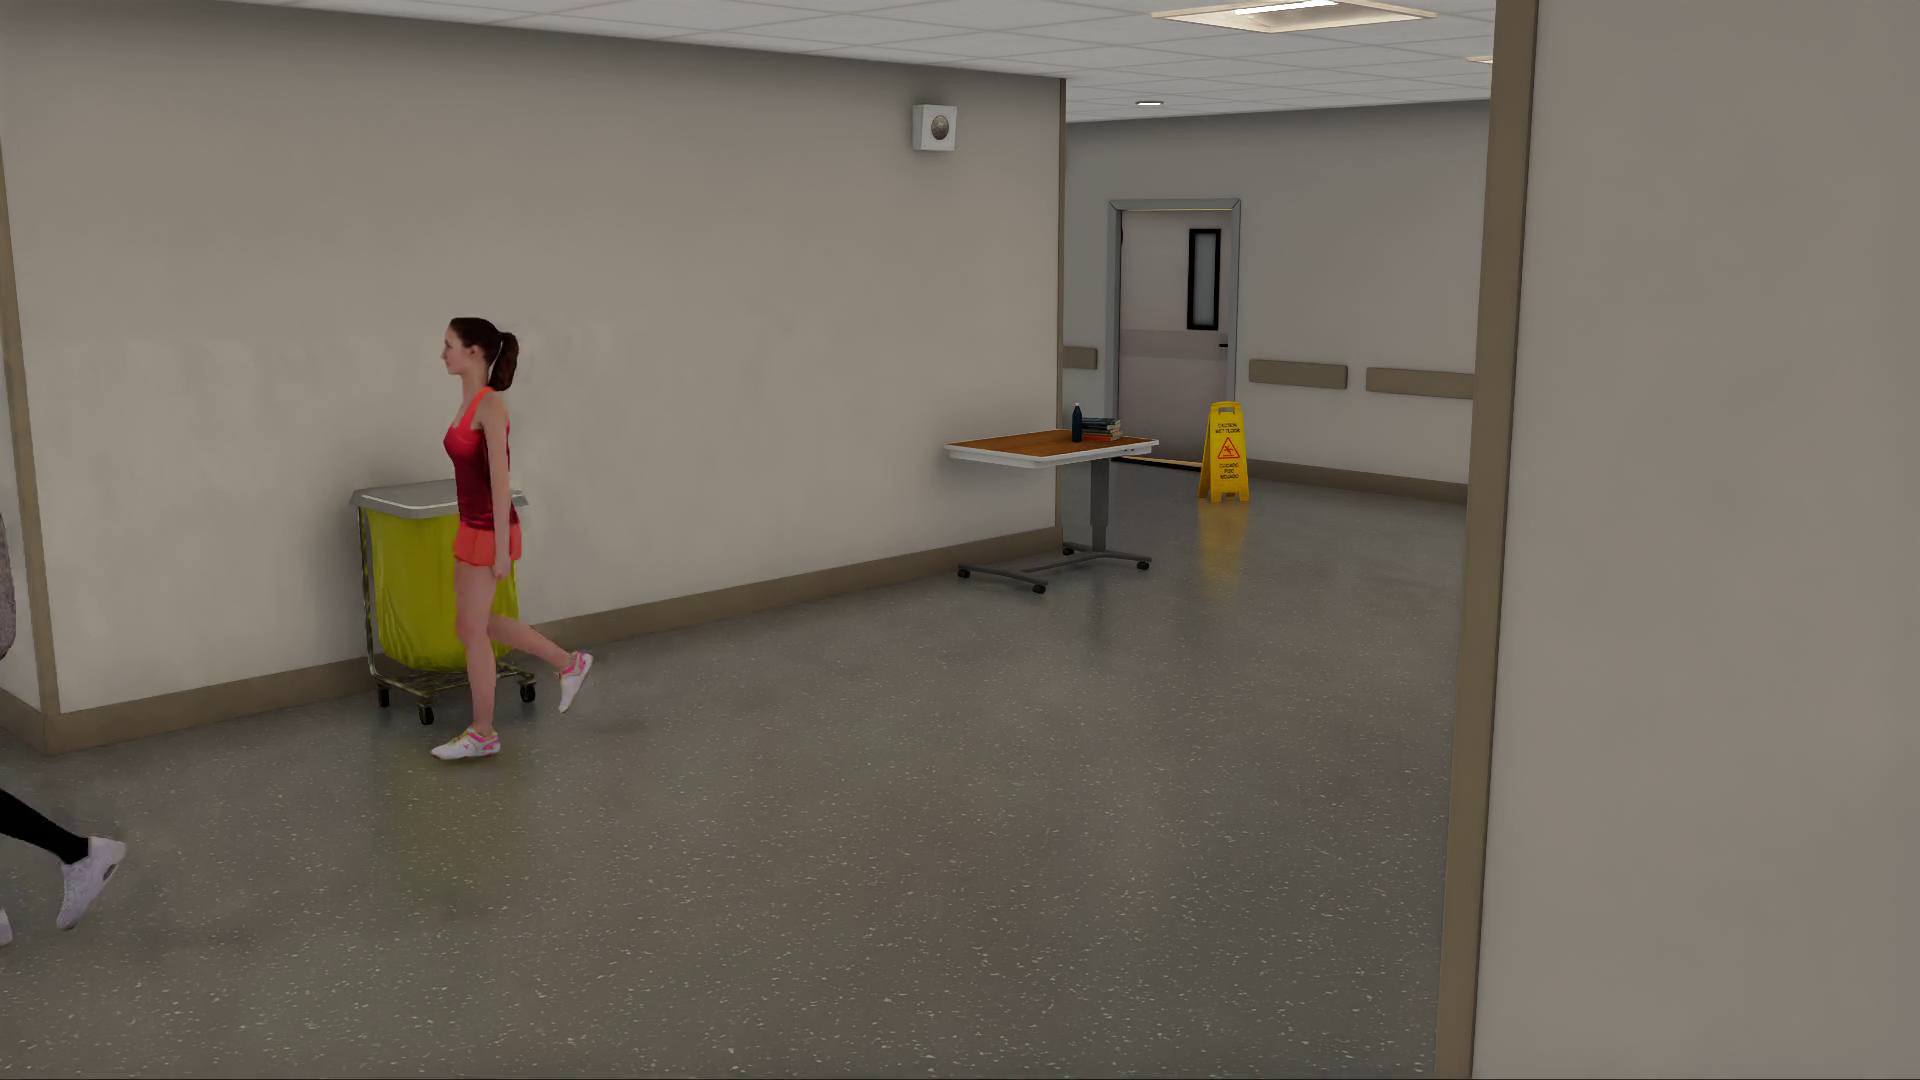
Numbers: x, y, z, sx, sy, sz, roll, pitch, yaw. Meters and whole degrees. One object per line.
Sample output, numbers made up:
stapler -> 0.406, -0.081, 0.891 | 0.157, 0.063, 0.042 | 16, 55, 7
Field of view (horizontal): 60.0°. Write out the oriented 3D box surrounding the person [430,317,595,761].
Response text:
person -> -1.804, -0.009, 6.618 | 0.800, 1.735, 0.928 | -6, 12, -29

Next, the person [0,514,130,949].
person -> -2.749, 0.338, 4.728 | 0.928, 1.759, 0.929 | -3, 11, -14
